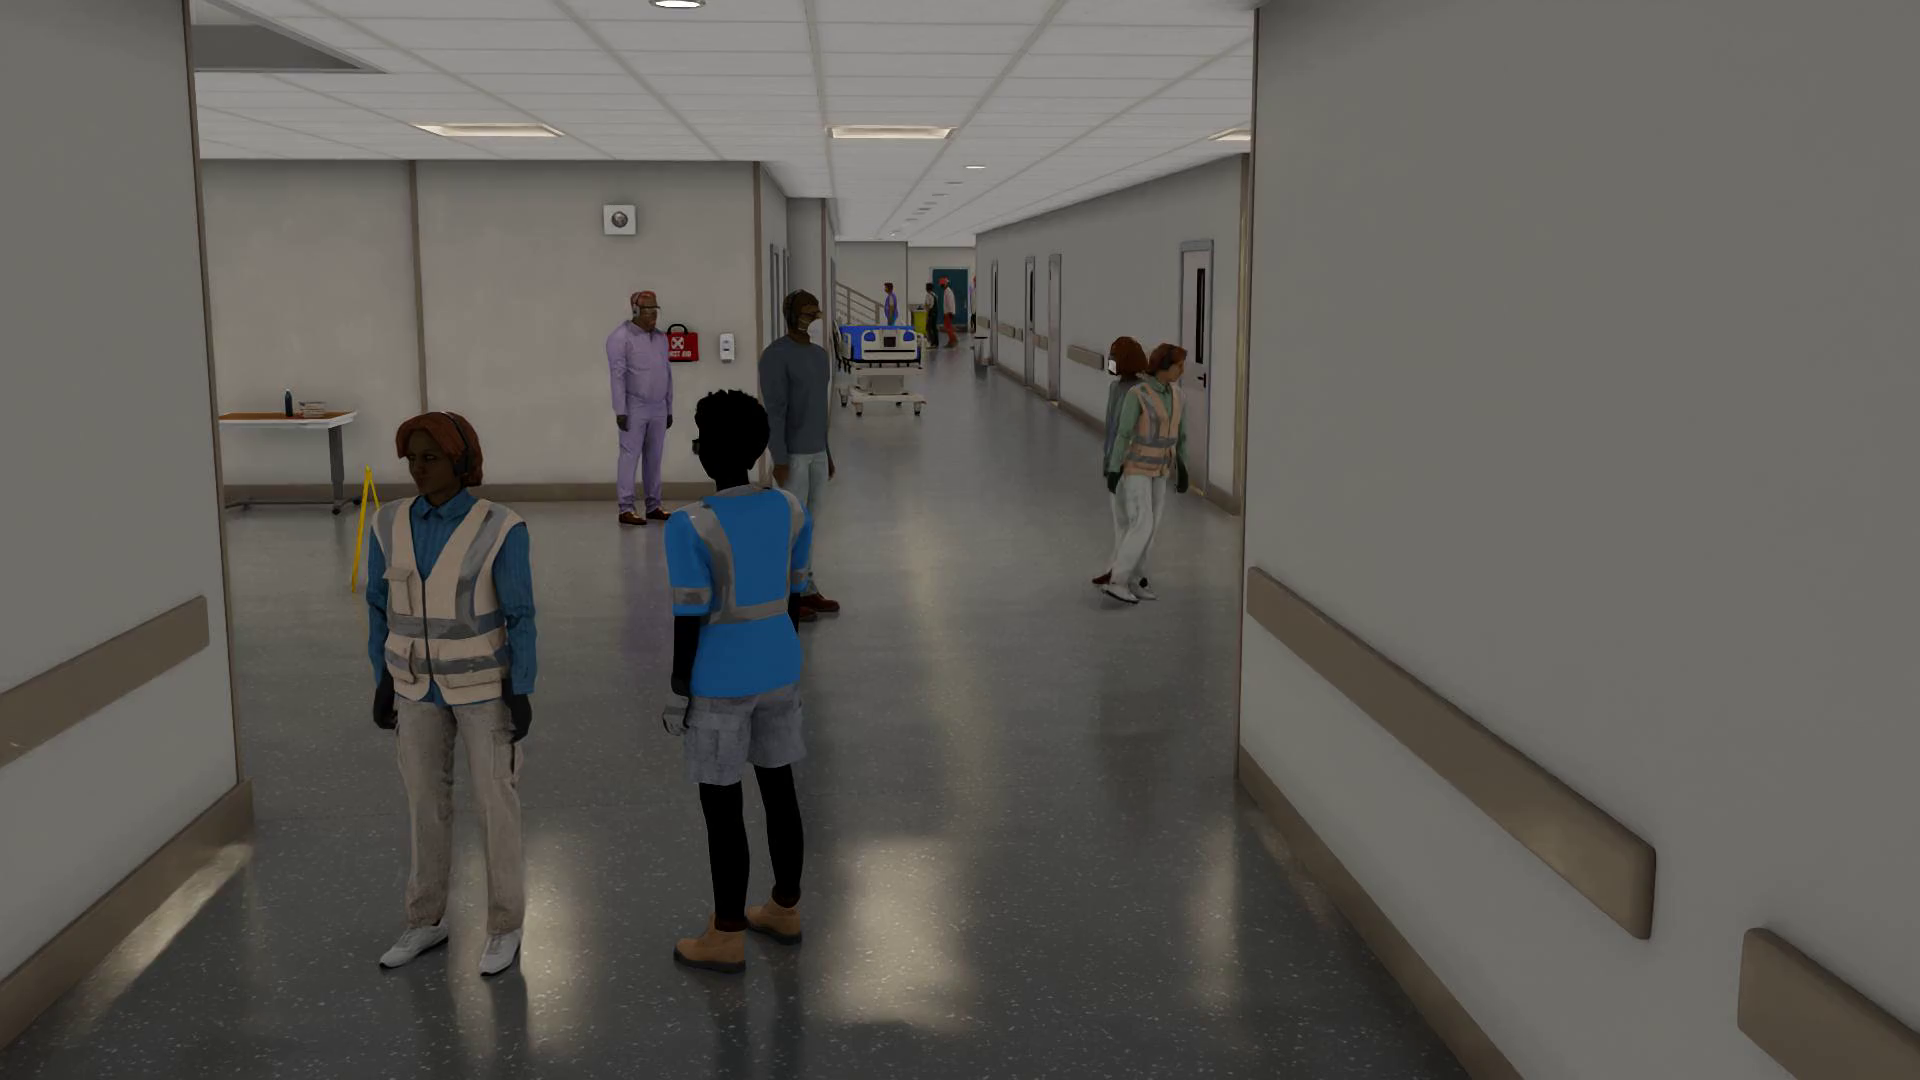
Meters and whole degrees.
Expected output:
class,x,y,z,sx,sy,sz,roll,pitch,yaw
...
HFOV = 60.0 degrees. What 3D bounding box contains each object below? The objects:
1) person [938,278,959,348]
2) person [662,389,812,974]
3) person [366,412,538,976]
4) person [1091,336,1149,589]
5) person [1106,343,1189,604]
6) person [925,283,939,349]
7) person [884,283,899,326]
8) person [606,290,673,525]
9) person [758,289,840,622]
class,x,y,z,sx,sy,sz,roll,pitch,yaw
person,-0.360,-6.290,46.114,0.487,1.952,0.650,-1,9,-5
person,-0.651,0.410,4.863,0.318,1.697,0.533,7,11,37
person,-1.467,0.443,4.825,0.515,1.641,0.314,2,9,14
person,1.061,-0.487,10.686,0.278,1.634,0.497,-4,10,-22
person,1.161,-0.409,10.256,0.454,1.606,0.533,8,12,42
person,-0.774,-6.166,45.788,0.461,1.822,0.542,5,10,30
person,-1.777,-5.717,42.907,0.392,1.837,0.560,-1,9,-4
person,-2.572,-1.078,13.589,0.401,1.901,0.646,6,11,35
person,-0.937,-0.500,9.818,0.372,1.940,0.627,4,10,23
